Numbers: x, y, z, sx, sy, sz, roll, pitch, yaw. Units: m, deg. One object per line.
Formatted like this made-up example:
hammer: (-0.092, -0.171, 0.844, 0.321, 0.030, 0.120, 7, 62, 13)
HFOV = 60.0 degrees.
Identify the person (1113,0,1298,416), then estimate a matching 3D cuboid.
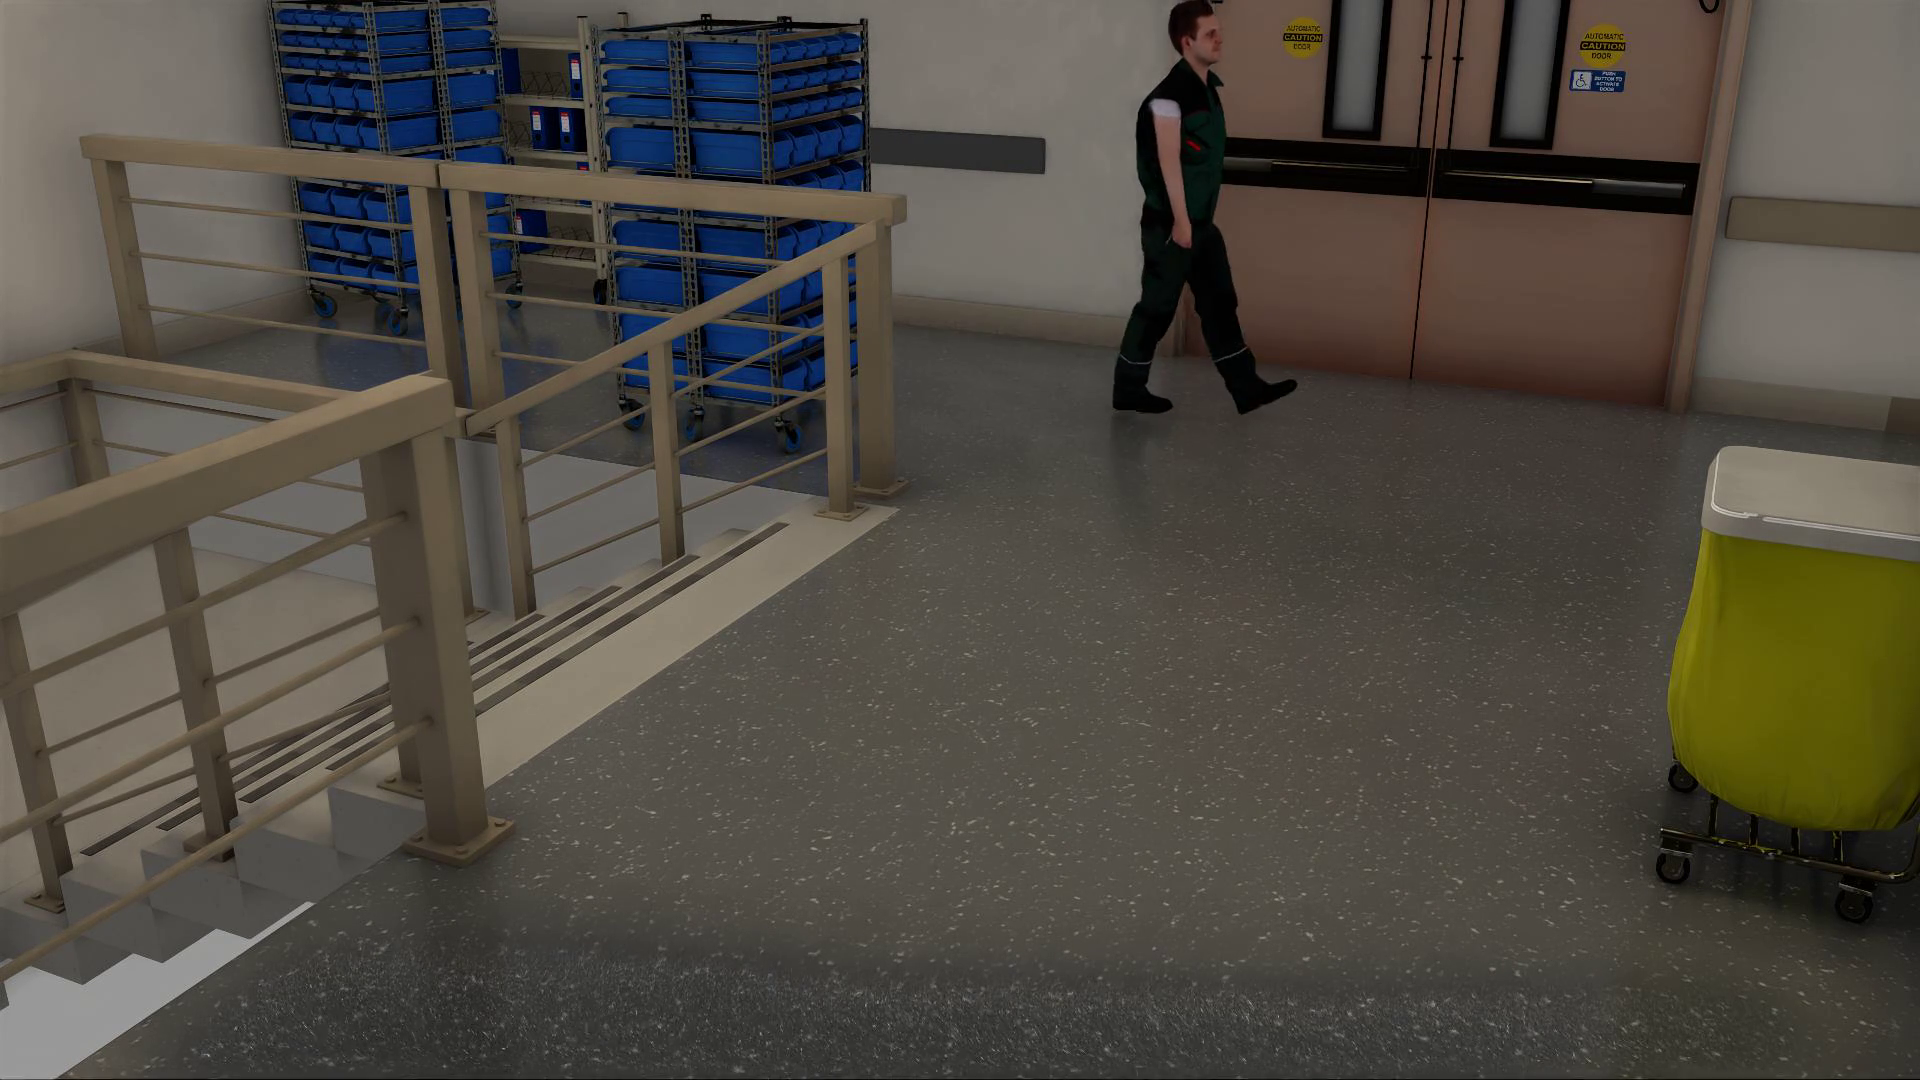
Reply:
person: (0.902, -1.414, 7.337, 1.057, 1.810, 0.697, 11, 23, 26)
